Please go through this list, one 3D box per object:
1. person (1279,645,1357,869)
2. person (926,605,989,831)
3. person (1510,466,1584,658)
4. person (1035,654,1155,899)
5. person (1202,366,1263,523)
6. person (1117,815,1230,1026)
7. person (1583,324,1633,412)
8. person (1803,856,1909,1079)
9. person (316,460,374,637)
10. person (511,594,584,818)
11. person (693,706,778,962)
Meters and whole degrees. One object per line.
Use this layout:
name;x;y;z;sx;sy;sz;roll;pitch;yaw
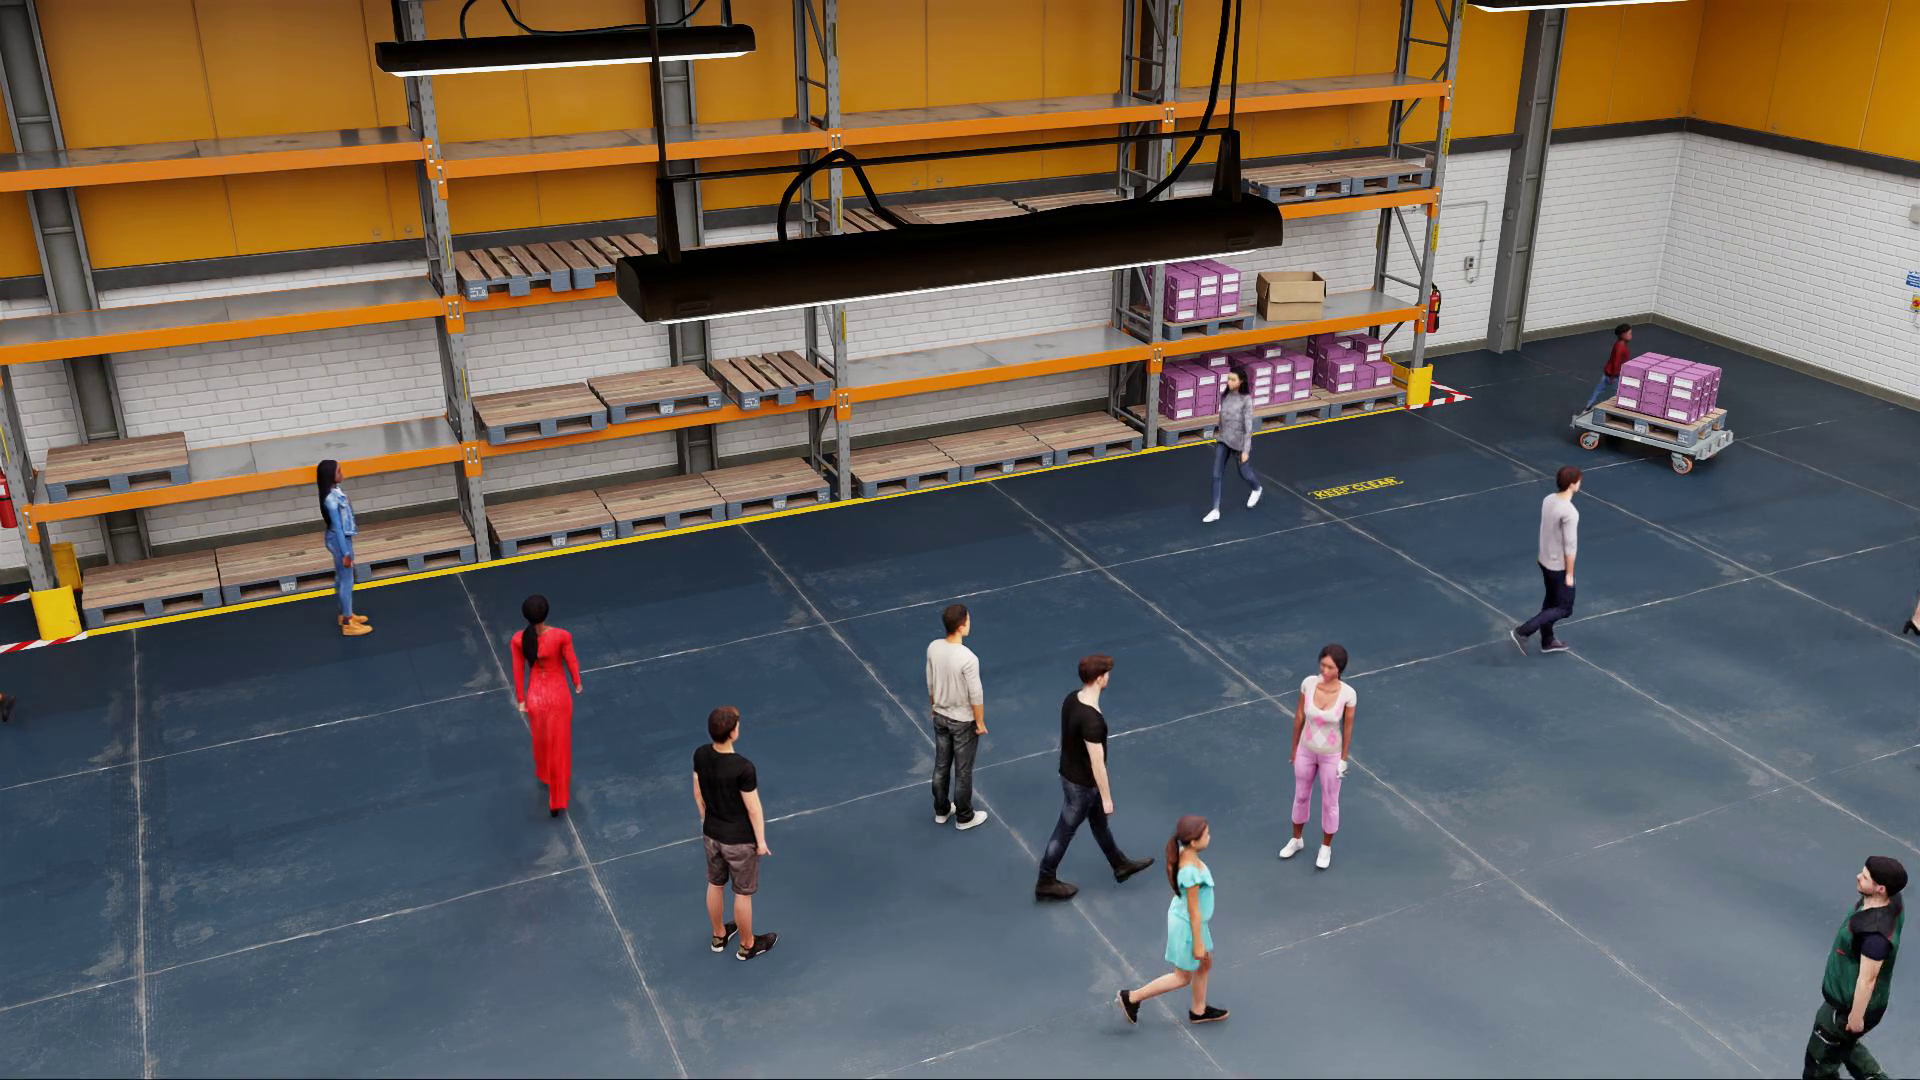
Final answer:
person;2.599;1.541;11.986;0.650;1.744;0.685;12;27;26
person;-0.042;1.322;12.407;0.736;1.808;0.717;18;29;35
person;5.282;0.218;14.903;0.987;1.830;0.844;-3;24;-6
person;0.738;1.687;11.513;1.211;1.854;0.932;-3;24;-8
person;3.018;-1.049;17.963;1.192;1.702;0.873;-22;32;-40
person;1.344;2.394;10.287;1.029;1.541;0.822;0;24;0
person;8.187;-2.108;20.989;0.956;1.219;0.846;5;24;12
person;5.141;2.604;9.377;1.009;1.885;1.016;15;28;31
person;-5.757;0.056;15.423;0.493;1.711;0.581;-10;26;-23
person;-3.126;1.280;12.563;1.036;1.758;0.952;1;24;1
person;-1.530;1.919;10.973;0.774;1.861;0.784;13;27;28
